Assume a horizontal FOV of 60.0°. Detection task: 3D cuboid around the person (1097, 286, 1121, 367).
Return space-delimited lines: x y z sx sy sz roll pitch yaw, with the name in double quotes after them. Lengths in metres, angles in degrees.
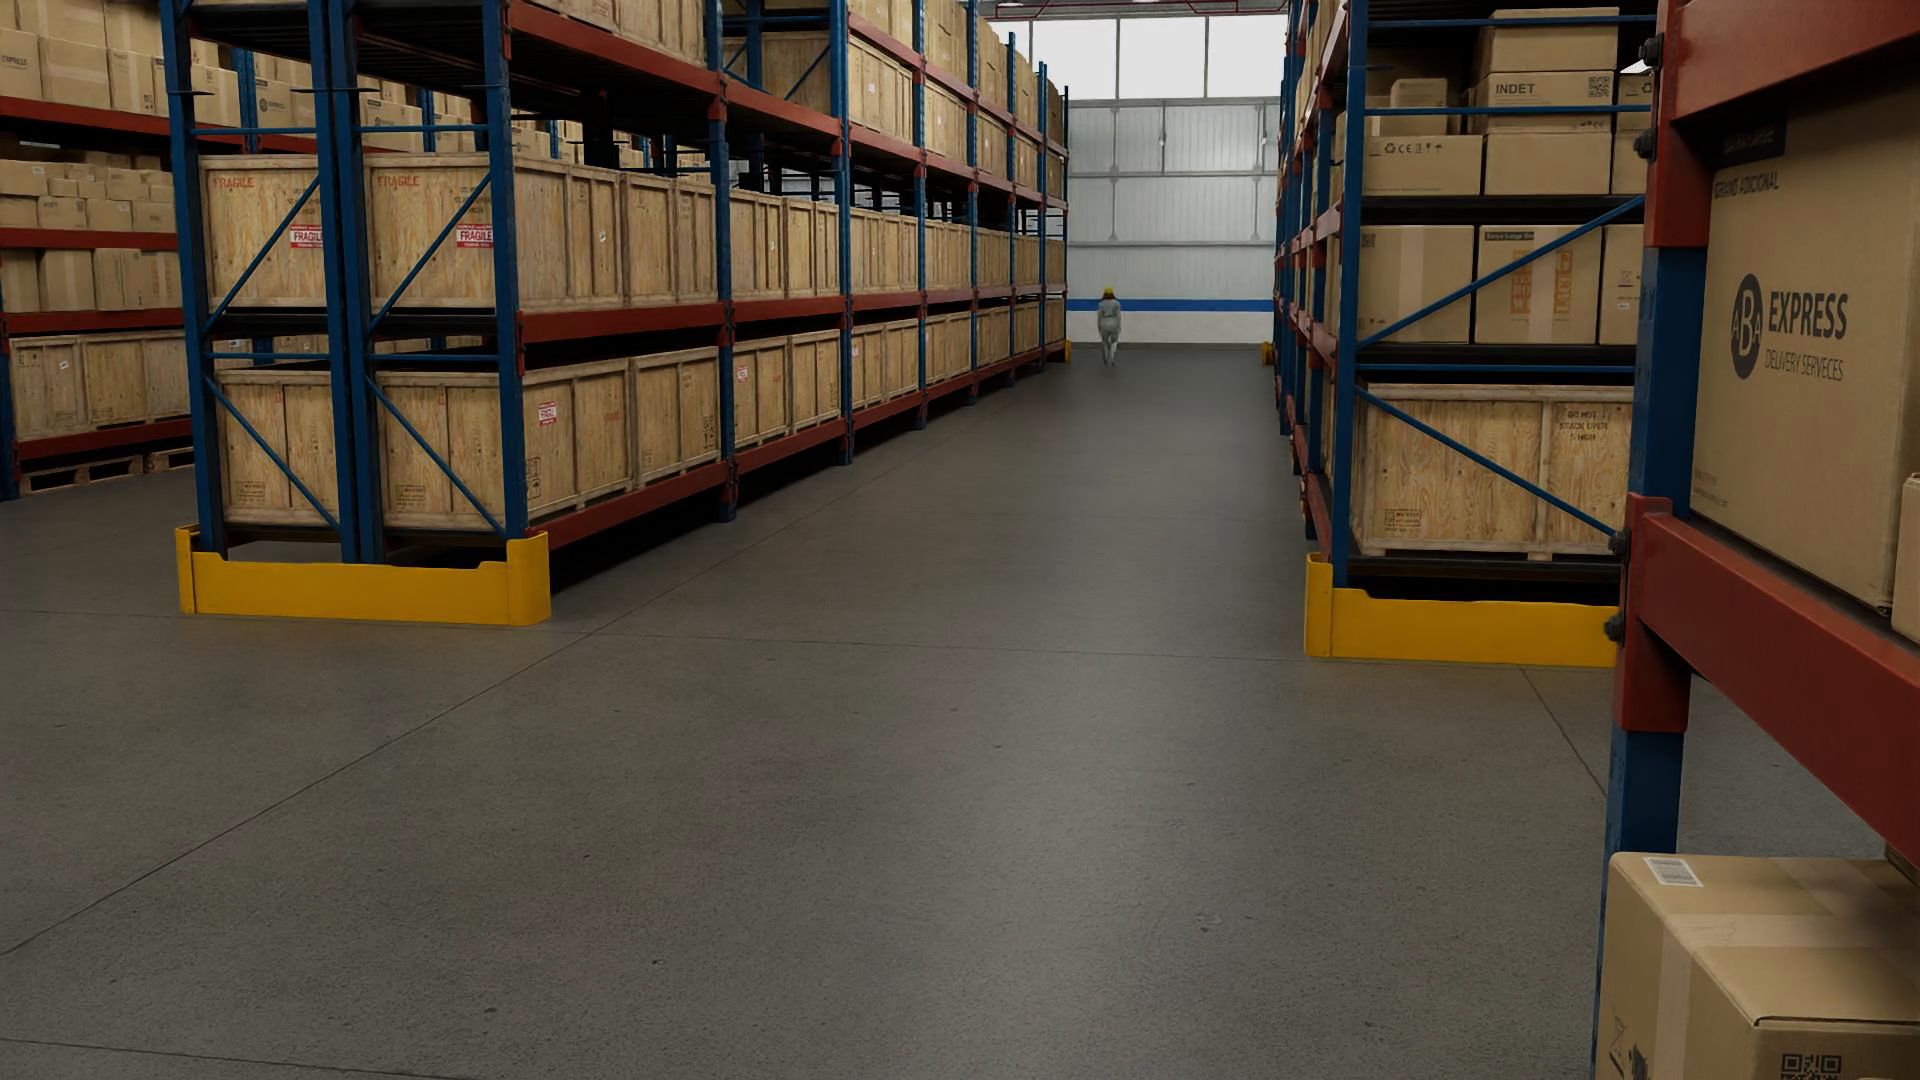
3.186 -4.555 35.522 0.521 1.721 0.660 1 9 5 "person"
